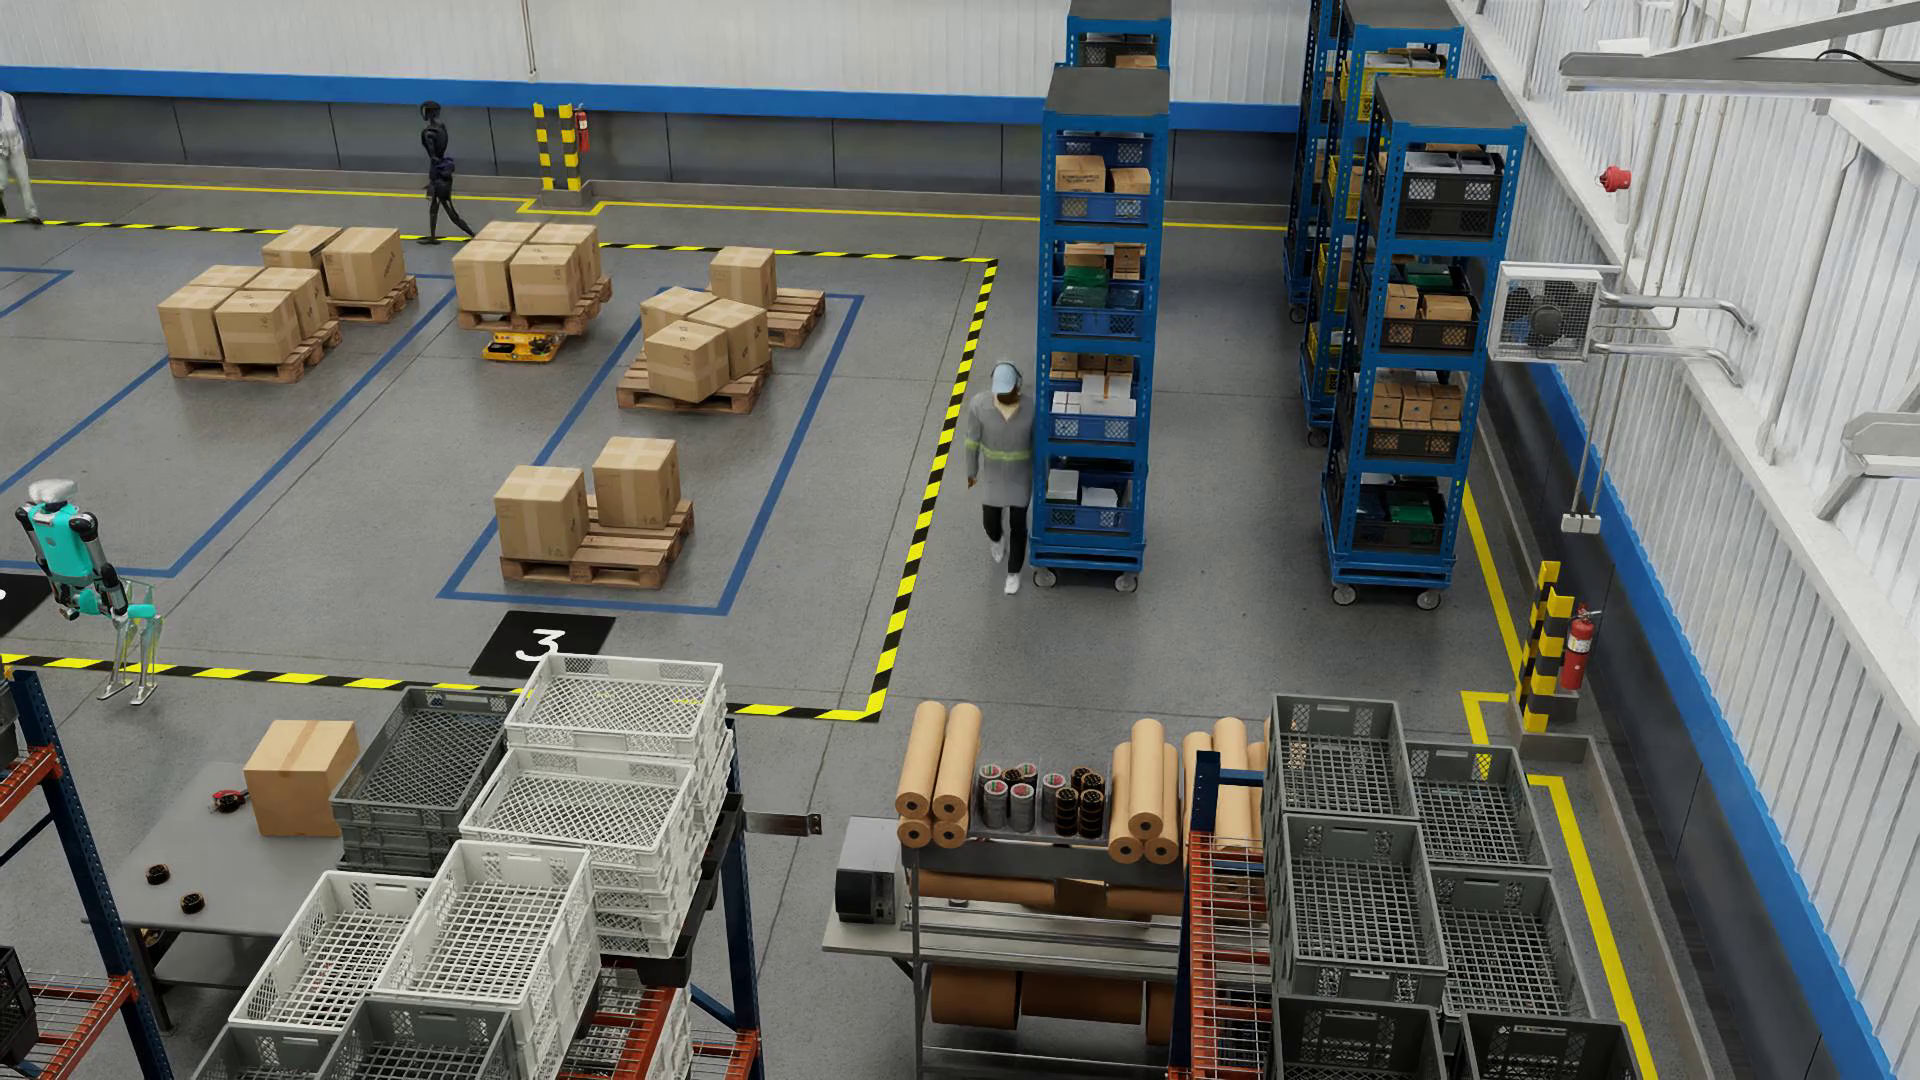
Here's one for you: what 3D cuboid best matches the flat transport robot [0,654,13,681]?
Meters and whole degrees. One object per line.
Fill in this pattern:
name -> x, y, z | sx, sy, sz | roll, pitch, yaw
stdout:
flat transport robot -> -7.142, 0.969, 11.010 | 1.431, 0.231, 0.659 | 3, 30, 6

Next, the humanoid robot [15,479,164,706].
humanoid robot -> -5.441, 0.258, 10.634 | 0.533, 1.681, 0.735 | 8, 31, 14

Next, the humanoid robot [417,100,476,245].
humanoid robot -> -5.658, -3.963, 18.151 | 0.793, 1.646, 0.593 | -3, 30, -5

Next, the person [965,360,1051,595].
person -> 0.340, -0.489, 11.955 | 0.615, 1.834, 0.571 | 4, 30, 7

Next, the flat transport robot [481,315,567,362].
flat transport robot -> -4.130, -2.129, 16.302 | 0.652, 0.197, 1.431 | 3, 30, 6

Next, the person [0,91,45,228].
person -> -10.816, -4.436, 18.753 | 0.666, 1.816, 0.599 | 22, 36, 32
